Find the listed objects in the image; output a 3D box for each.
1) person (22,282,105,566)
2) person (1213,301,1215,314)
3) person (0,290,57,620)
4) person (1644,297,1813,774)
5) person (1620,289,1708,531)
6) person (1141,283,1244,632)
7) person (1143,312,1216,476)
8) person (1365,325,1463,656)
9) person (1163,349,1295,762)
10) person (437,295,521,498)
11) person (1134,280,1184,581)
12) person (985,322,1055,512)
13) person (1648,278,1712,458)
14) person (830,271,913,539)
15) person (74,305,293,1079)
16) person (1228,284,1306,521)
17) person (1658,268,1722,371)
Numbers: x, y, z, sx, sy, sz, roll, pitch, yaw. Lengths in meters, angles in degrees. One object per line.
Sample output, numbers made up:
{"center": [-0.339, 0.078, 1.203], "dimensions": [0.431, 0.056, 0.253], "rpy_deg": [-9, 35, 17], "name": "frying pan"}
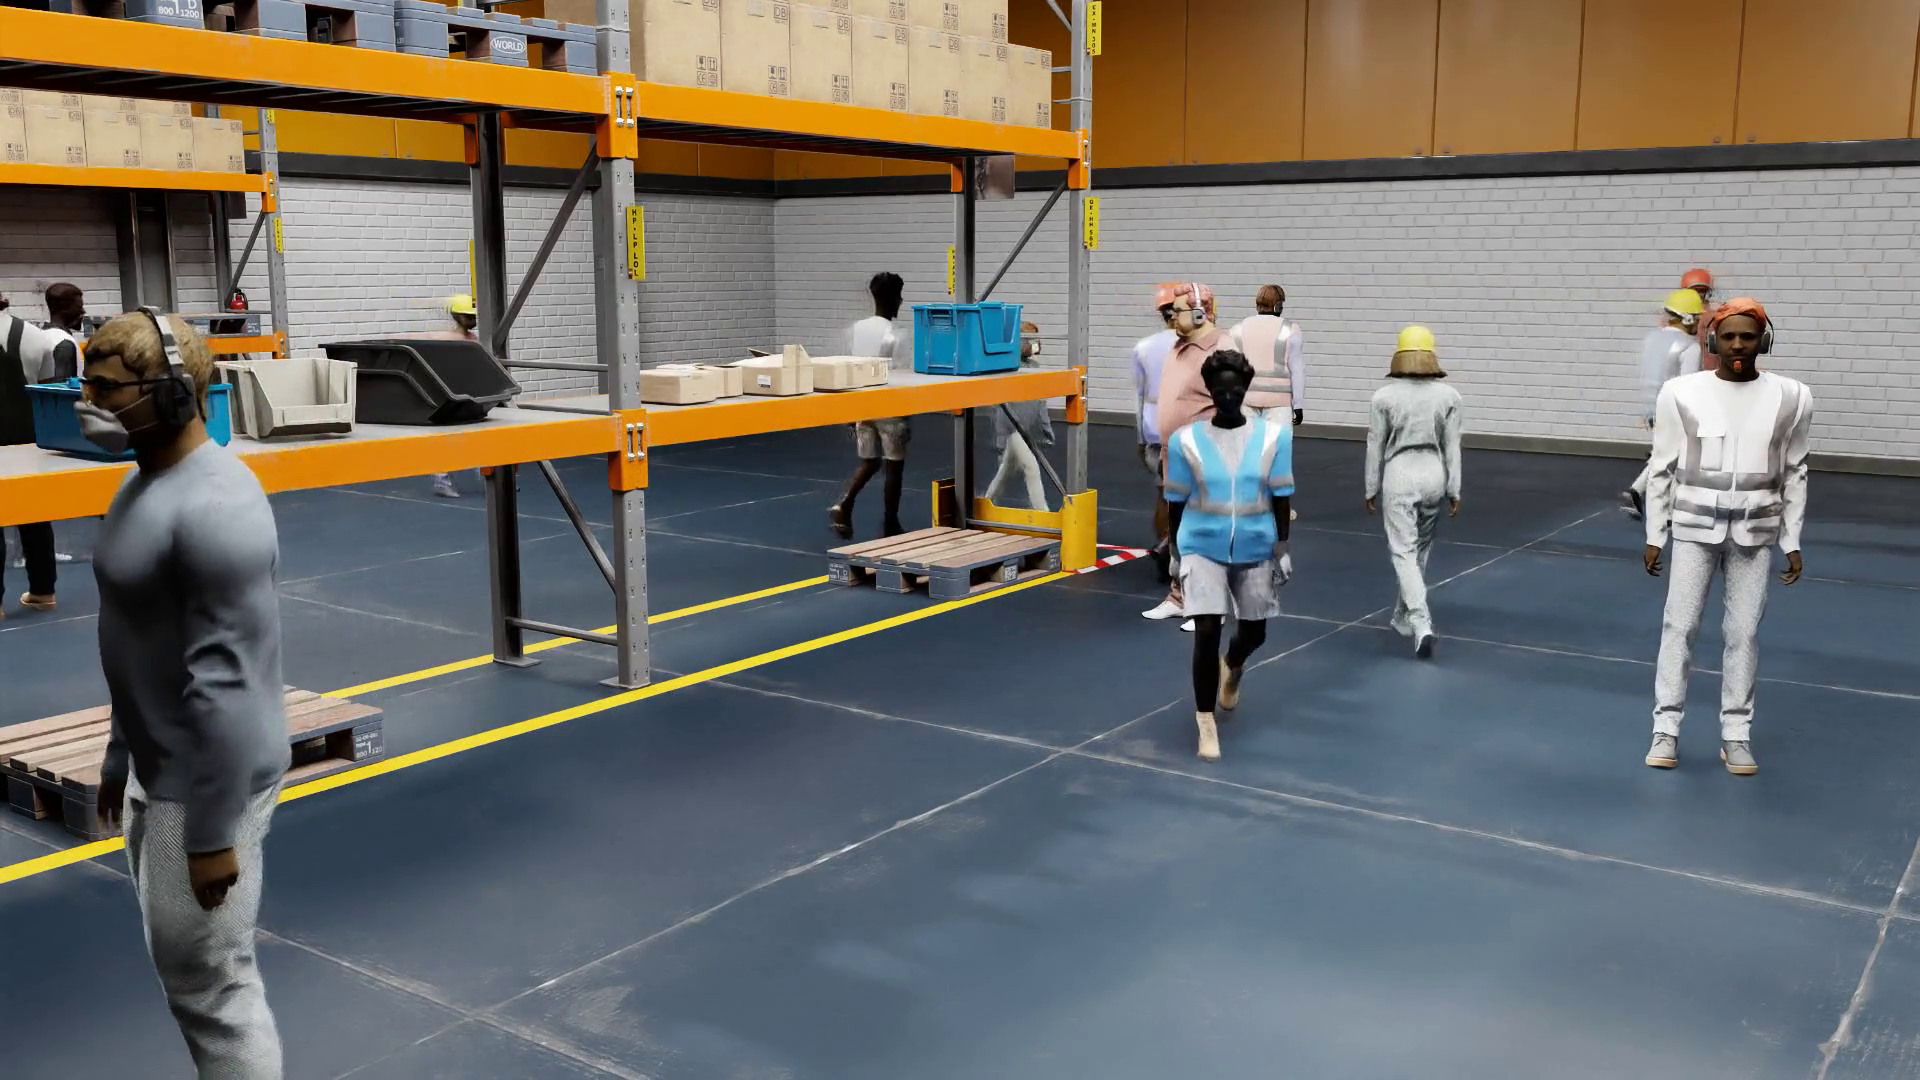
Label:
{"center": [-5.925, -0.782, 11.204], "dimensions": [0.592, 1.873, 0.939], "rpy_deg": [9, 13, 42], "name": "person"}
{"center": [1.915, -1.084, 13.339], "dimensions": [0.549, 1.746, 0.369], "rpy_deg": [0, 10, 1], "name": "person"}
{"center": [-5.514, -0.569, 9.427], "dimensions": [0.536, 2.000, 0.672], "rpy_deg": [5, 11, 26], "name": "person"}
{"center": [3.015, -0.012, 6.573], "dimensions": [0.584, 1.882, 0.337], "rpy_deg": [3, 10, 17], "name": "person"}
{"center": [5.313, -0.963, 12.442], "dimensions": [0.504, 1.815, 0.614], "rpy_deg": [-2, 10, -12], "name": "person"}
{"center": [1.274, -0.452, 9.148], "dimensions": [0.402, 1.904, 0.638], "rpy_deg": [-4, 10, -24], "name": "person"}
{"center": [1.430, -0.612, 10.402], "dimensions": [0.532, 1.821, 1.023], "rpy_deg": [-2, 10, -12], "name": "person"}
{"center": [2.378, -0.268, 8.676], "dimensions": [0.485, 1.698, 0.875], "rpy_deg": [0, 10, -3], "name": "person"}
{"center": [1.102, 0.033, 6.927], "dimensions": [0.534, 1.671, 0.678], "rpy_deg": [0, 10, 2], "name": "person"}
{"center": [-4.149, -1.195, 14.093], "dimensions": [0.853, 1.732, 0.547], "rpy_deg": [6, 11, 30], "name": "person"}
{"center": [1.320, -0.662, 10.397], "dimensions": [0.544, 1.907, 0.518], "rpy_deg": [6, 11, 34], "name": "person"}
{"center": [0.464, -0.780, 12.016], "dimensions": [0.861, 1.585, 0.508], "rpy_deg": [4, 11, 25], "name": "person"}
{"center": [6.629, -1.456, 15.157], "dimensions": [0.631, 1.892, 0.670], "rpy_deg": [-1, 10, -4], "name": "person"}
{"center": [-0.601, -0.909, 11.716], "dimensions": [0.621, 1.945, 0.597], "rpy_deg": [8, 12, 39], "name": "person"}
{"center": [-1.569, 0.504, 3.355], "dimensions": [0.412, 1.938, 0.633], "rpy_deg": [-7, 12, -36], "name": "person"}
{"center": [2.396, -1.066, 12.978], "dimensions": [0.637, 1.842, 0.429], "rpy_deg": [6, 11, 32], "name": "person"}
{"center": [5.998, -1.230, 13.585], "dimensions": [0.625, 1.974, 0.771], "rpy_deg": [1, 10, 3], "name": "person"}
